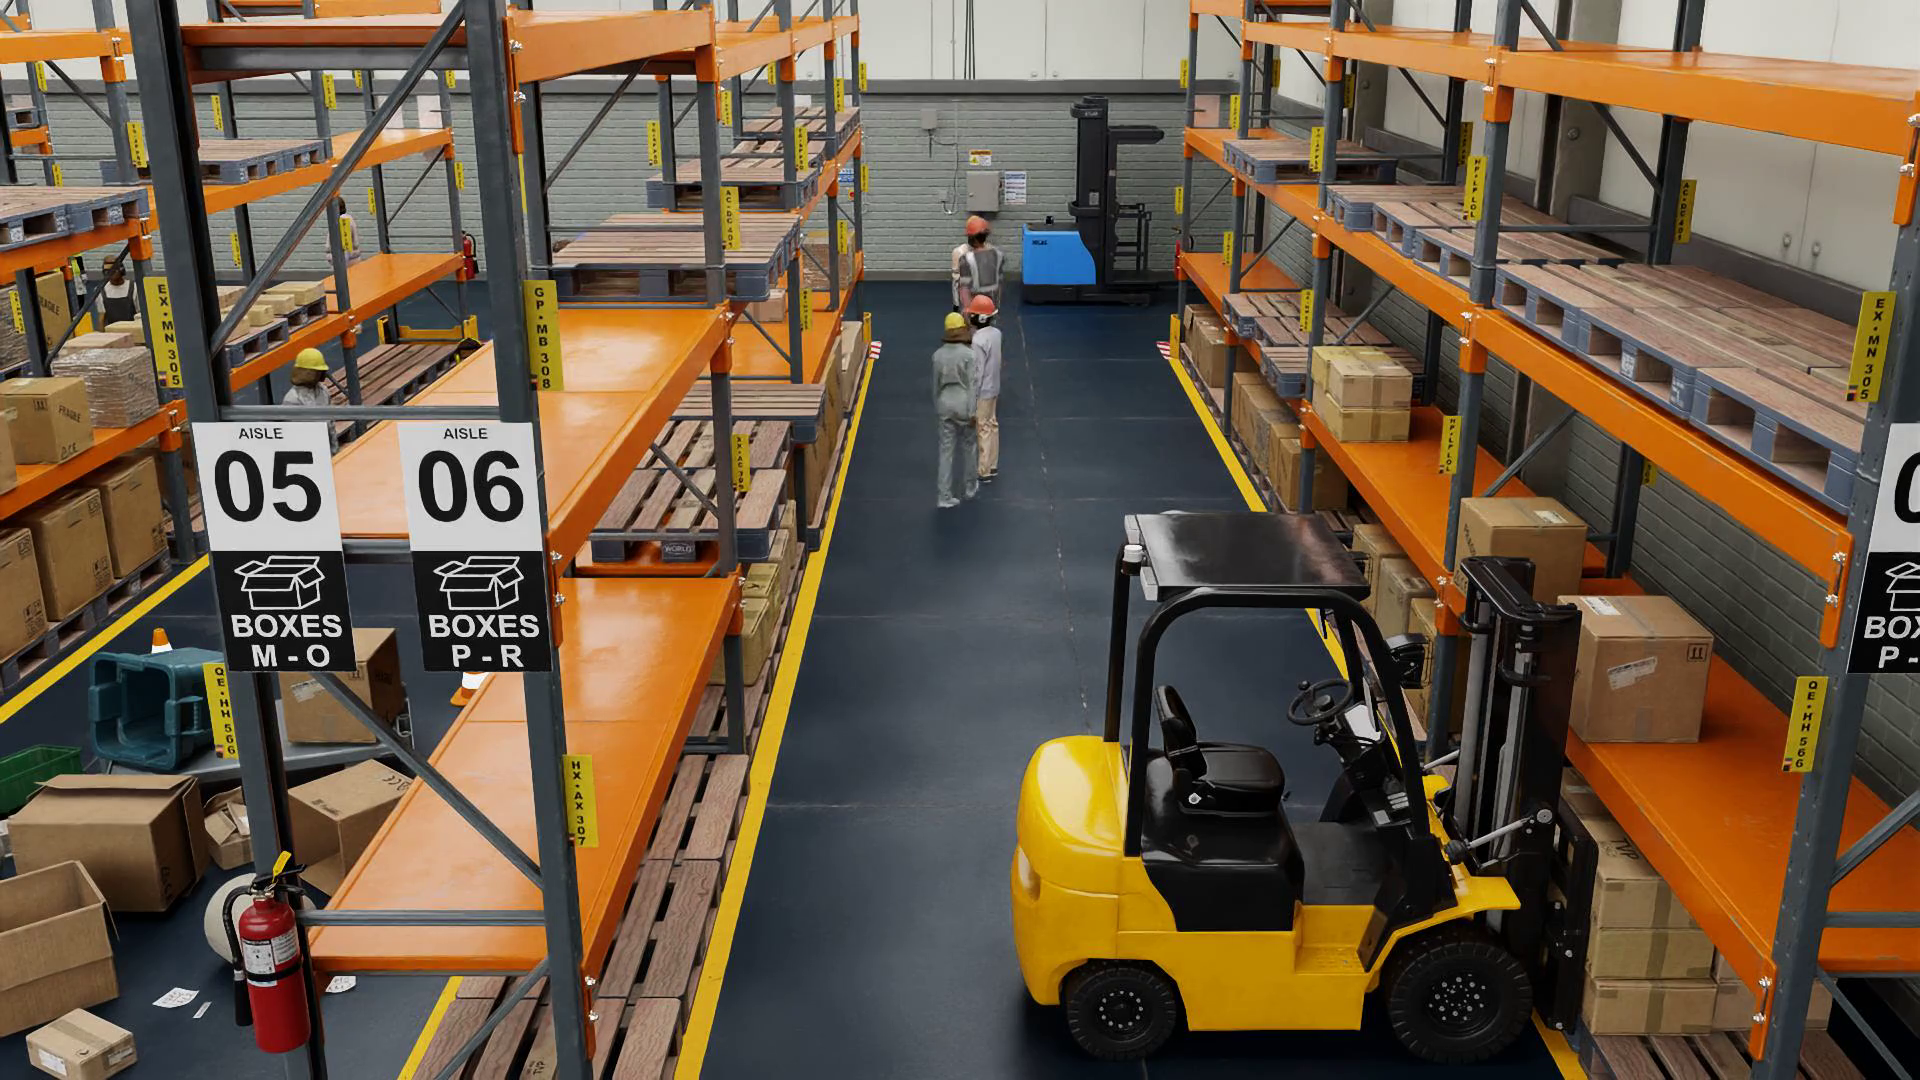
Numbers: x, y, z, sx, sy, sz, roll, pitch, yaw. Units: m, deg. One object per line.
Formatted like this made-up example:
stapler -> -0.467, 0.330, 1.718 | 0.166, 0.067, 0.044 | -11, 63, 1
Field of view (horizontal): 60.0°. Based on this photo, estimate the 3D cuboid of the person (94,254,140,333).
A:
person -> -8.718, -2.076, 17.414 | 0.506, 1.837, 0.360 | -3, 18, -8

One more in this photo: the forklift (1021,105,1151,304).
forklift -> 1.857, -4.944, 24.441 | 1.873, 2.768, 1.129 | 0, 18, 0

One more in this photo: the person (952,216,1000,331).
person -> 0.197, -2.851, 19.606 | 0.594, 1.924, 0.382 | -7, 20, -21

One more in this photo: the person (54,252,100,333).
person -> -11.760, -3.523, 21.994 | 0.537, 1.700, 0.318 | 7, 20, 21

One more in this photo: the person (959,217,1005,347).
person -> 0.239, -2.614, 18.737 | 0.609, 2.022, 0.513 | -11, 21, -30

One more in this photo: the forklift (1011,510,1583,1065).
forklift -> 1.387, 1.055, 7.378 | 2.313, 2.155, 1.214 | 0, 18, 0

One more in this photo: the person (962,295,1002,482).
person -> 0.205, -1.414, 15.525 | 0.319, 1.755, 0.565 | 6, 19, 18

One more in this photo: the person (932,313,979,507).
person -> -0.028, -1.176, 14.891 | 0.504, 1.686, 0.787 | 10, 21, 27

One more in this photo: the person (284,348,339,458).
person -> -5.159, -0.683, 13.359 | 0.326, 1.734, 0.492 | 6, 19, 17

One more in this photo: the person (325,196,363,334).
person -> -8.229, -3.669, 22.226 | 0.429, 1.837, 0.621 | -4, 19, -12
